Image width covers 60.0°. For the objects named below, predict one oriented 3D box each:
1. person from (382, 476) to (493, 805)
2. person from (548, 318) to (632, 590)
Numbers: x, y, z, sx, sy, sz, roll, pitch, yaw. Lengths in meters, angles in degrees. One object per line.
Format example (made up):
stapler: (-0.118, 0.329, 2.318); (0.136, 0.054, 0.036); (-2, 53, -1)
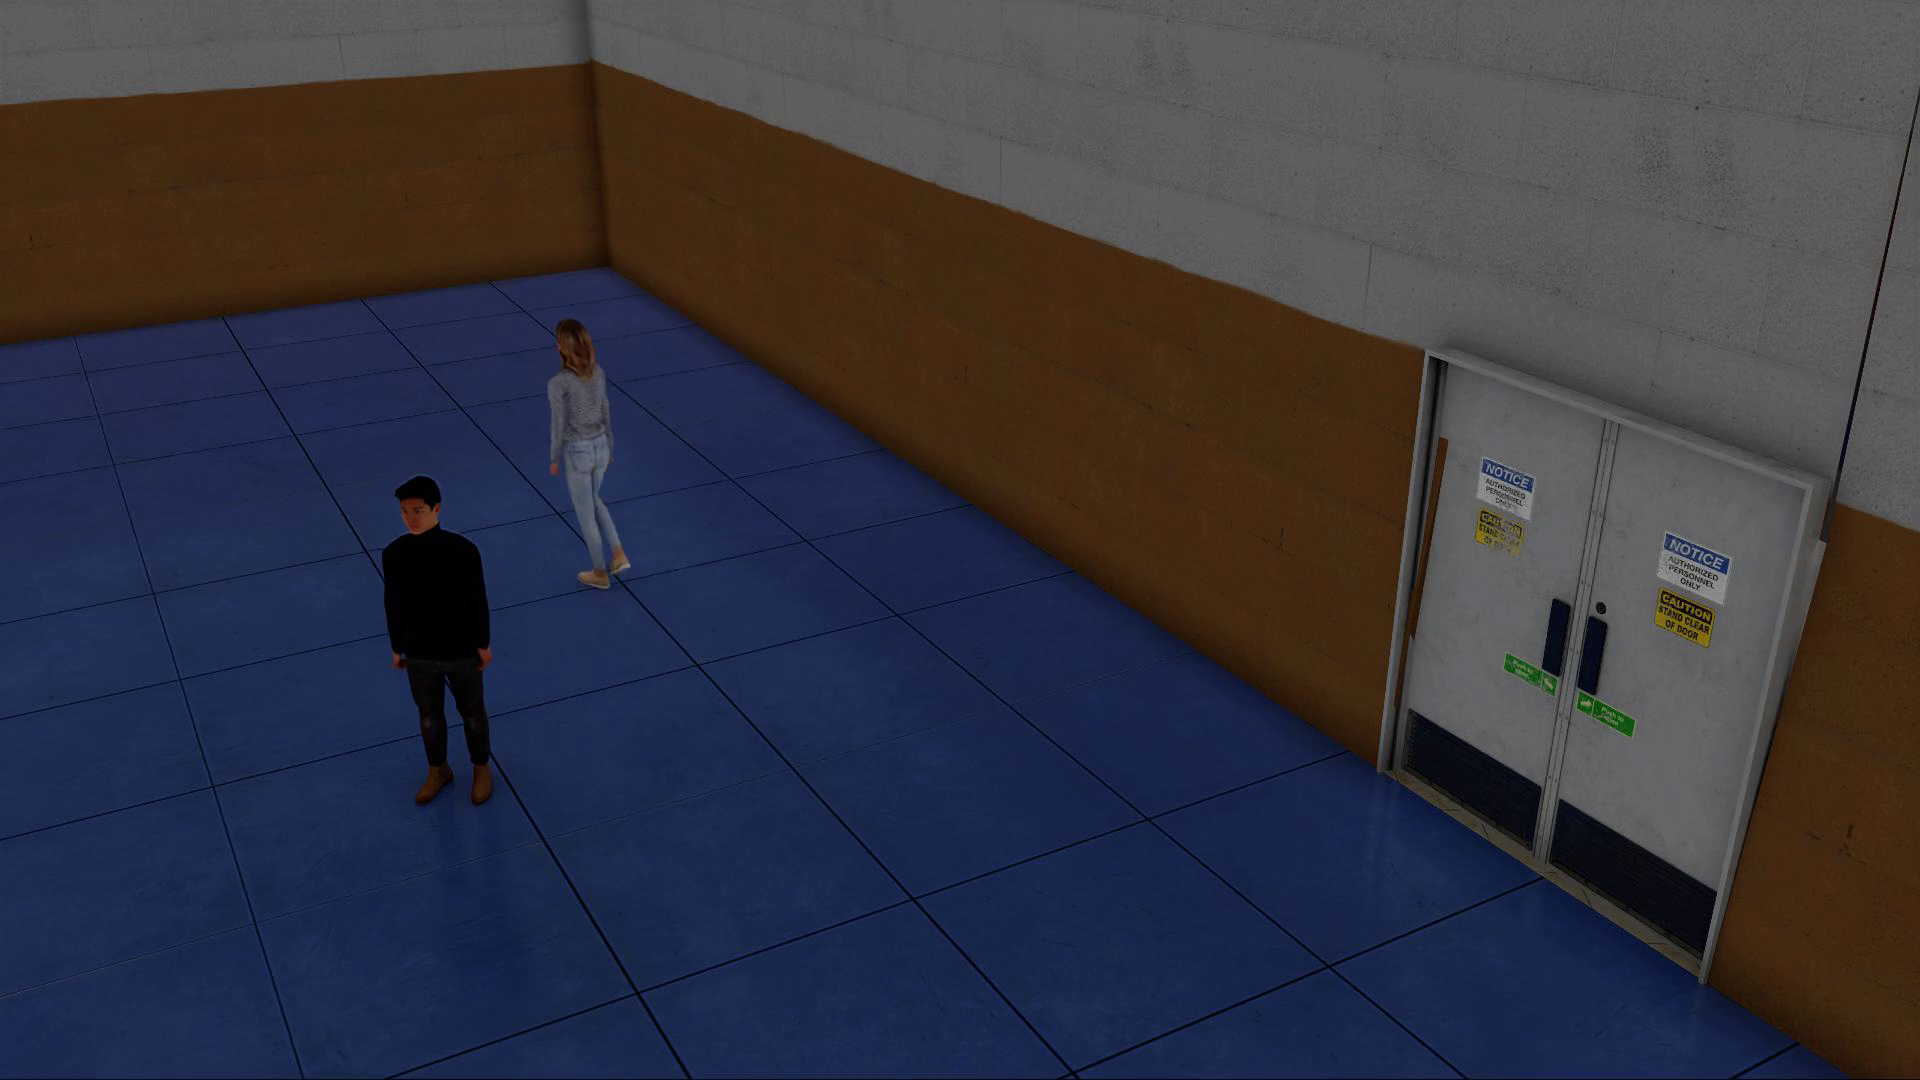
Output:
person: (-2.557, 0.493, 8.205); (0.653, 1.722, 0.782); (0, 24, 1)
person: (-2.281, -0.490, 10.376); (0.788, 1.782, 0.729); (15, 28, 31)
